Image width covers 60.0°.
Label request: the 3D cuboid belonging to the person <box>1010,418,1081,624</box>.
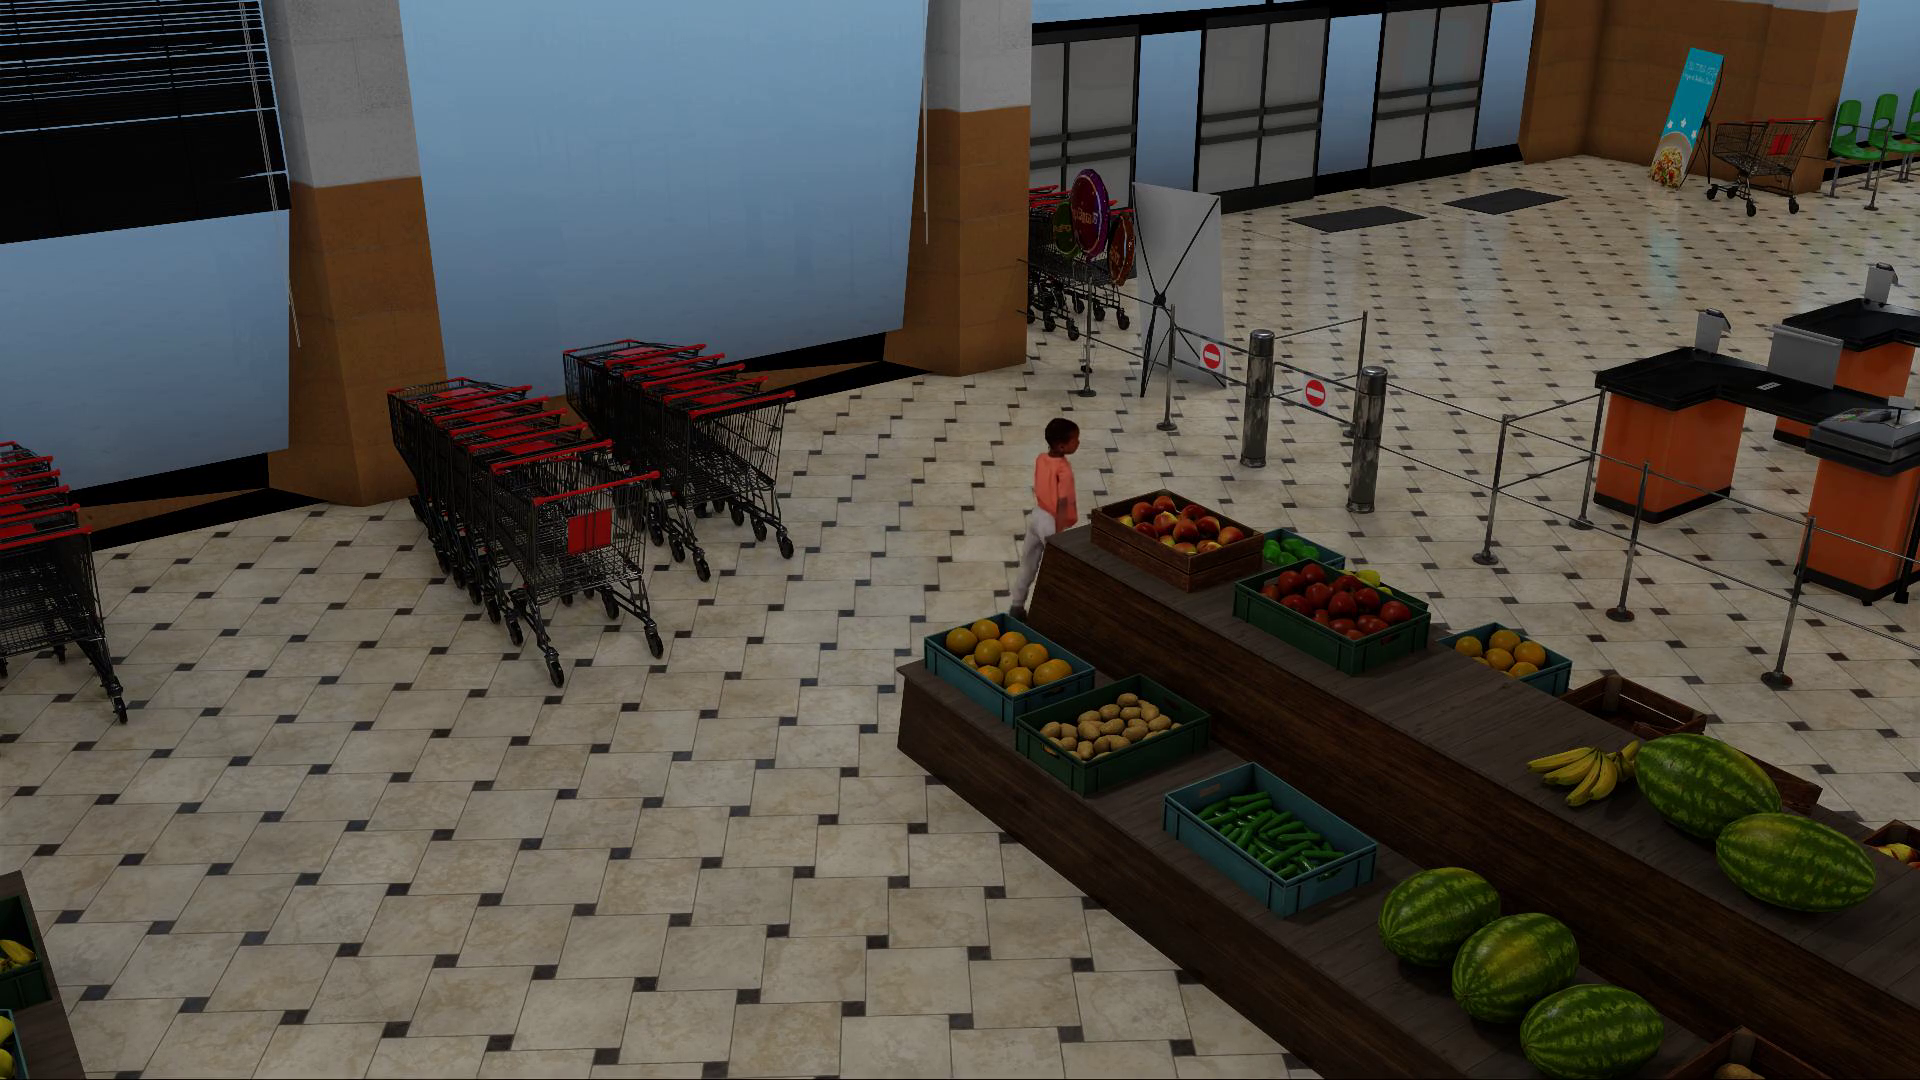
[{"bbox_3d":[0.469,-0.072,9.670,0.637,1.273,0.868,-13,27,-27],"label":"person"}]
